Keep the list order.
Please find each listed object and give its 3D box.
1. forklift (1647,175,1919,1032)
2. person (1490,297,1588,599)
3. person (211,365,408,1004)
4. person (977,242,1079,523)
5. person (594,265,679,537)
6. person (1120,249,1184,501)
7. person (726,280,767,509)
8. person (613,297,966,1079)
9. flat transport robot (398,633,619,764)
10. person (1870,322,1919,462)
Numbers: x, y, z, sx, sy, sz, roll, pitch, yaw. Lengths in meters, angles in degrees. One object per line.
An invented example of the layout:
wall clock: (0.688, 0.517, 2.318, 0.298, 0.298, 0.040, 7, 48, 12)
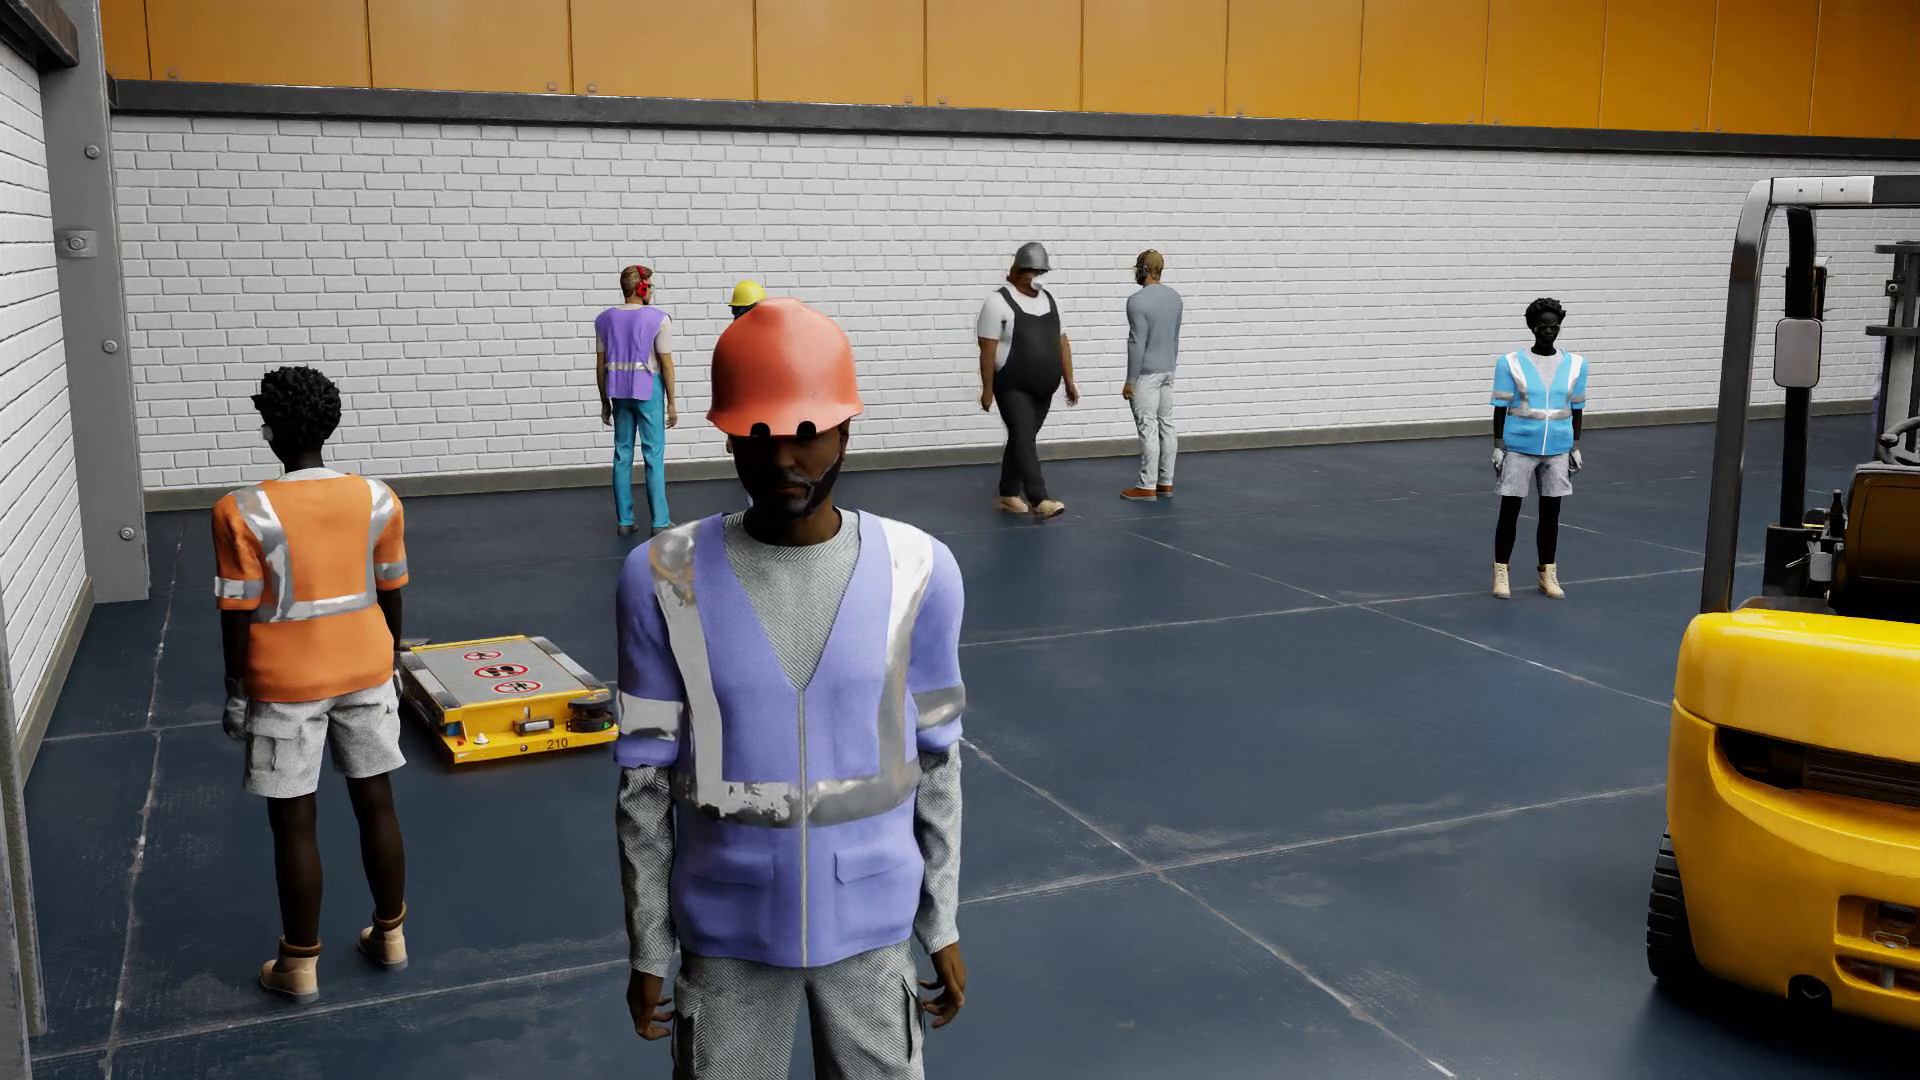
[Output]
forklift: (2.810, 0.094, 4.662, 1.214, 2.155, 2.313, 7, 12, 34)
person: (3.241, -0.508, 9.352, 0.535, 1.697, 0.318, 0, 10, 2)
person: (-1.722, 0.382, 4.467, 0.318, 1.691, 0.534, 9, 13, 40)
person: (0.538, -1.155, 11.967, 0.699, 2.000, 0.995, -8, 13, -36)
person: (-2.199, -0.932, 11.292, 0.564, 1.840, 0.396, 3, 11, 17)
person: (1.475, -1.270, 12.883, 0.375, 1.940, 0.627, 9, 14, 41)
person: (-1.259, -0.692, 10.172, 0.325, 1.769, 0.524, 6, 12, 28)
person: (-0.253, 0.595, 2.608, 0.550, 1.935, 0.375, -2, 10, -10)
flat transport robot: (-1.963, 0.627, 7.024, 0.652, 0.197, 1.431, -6, 12, -28)
person: (4.610, -0.415, 7.978, 0.441, 2.013, 0.609, -4, 11, -23)
